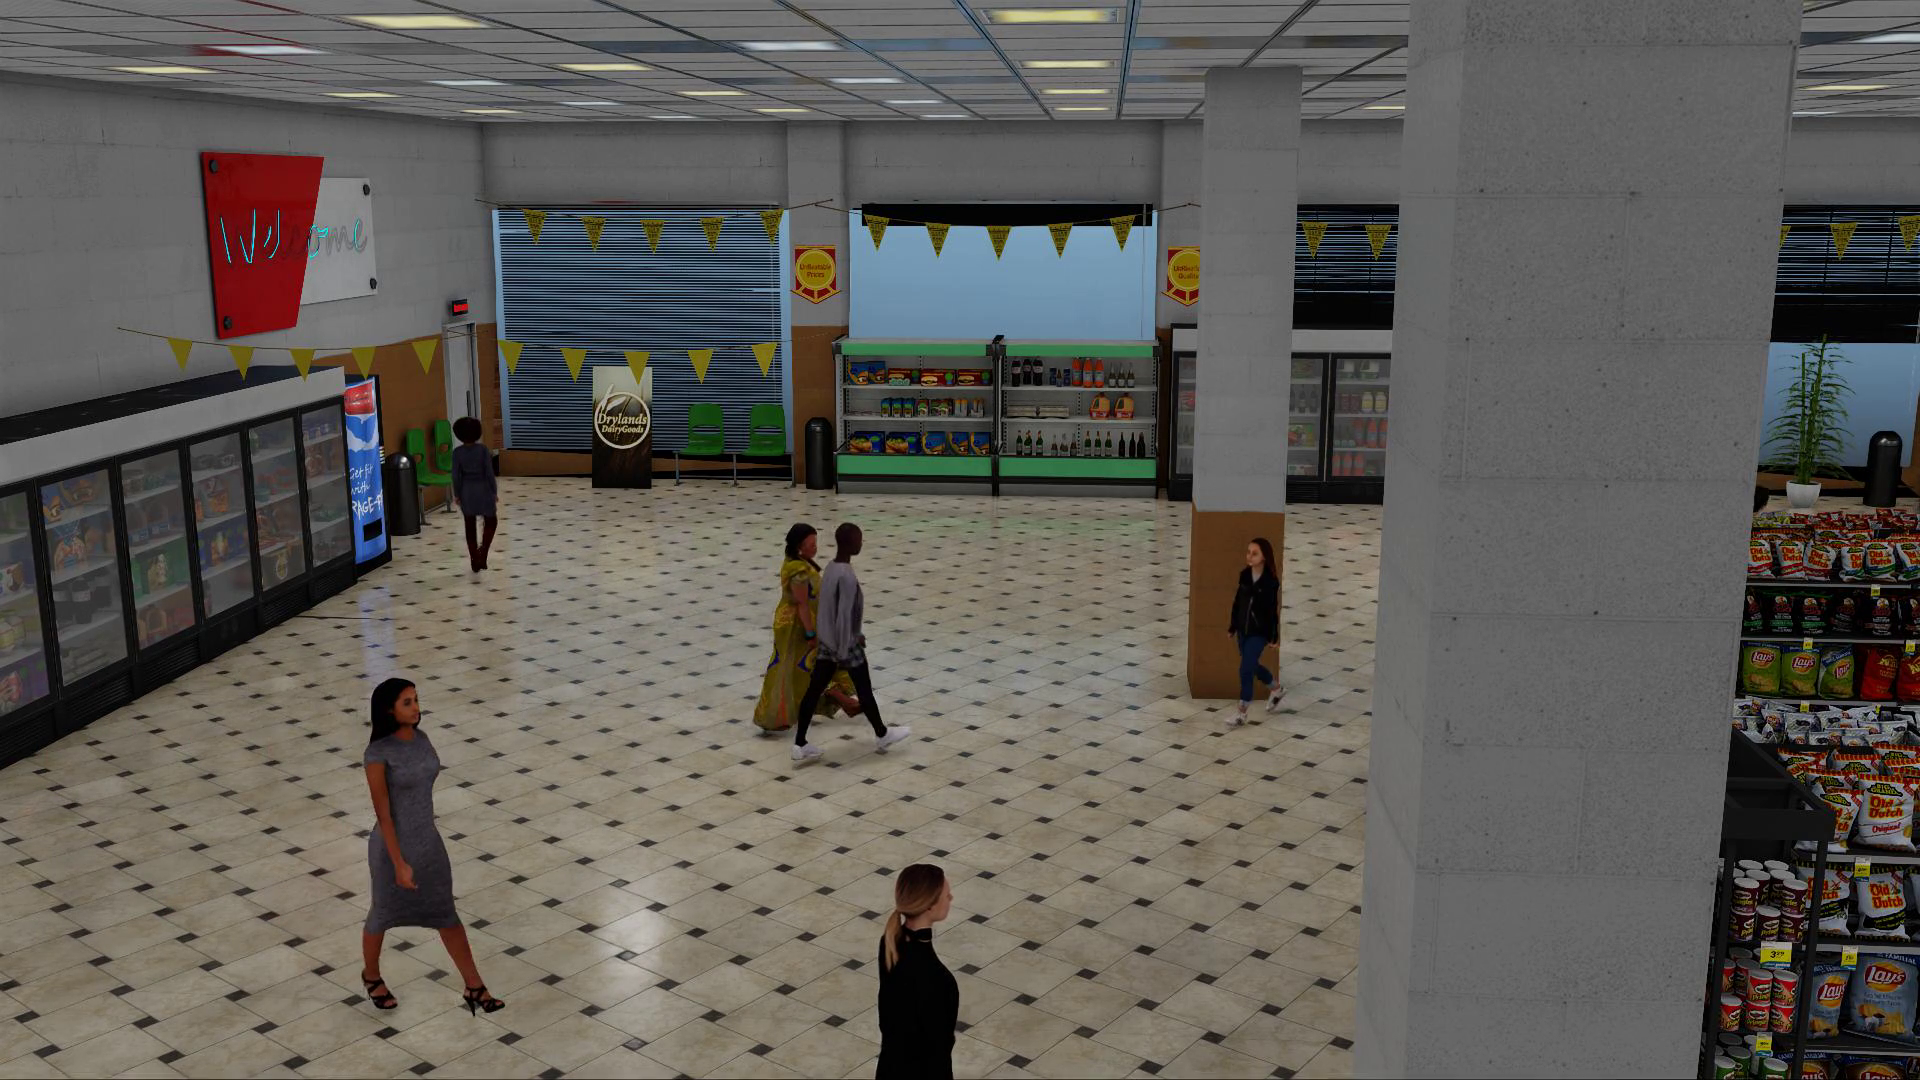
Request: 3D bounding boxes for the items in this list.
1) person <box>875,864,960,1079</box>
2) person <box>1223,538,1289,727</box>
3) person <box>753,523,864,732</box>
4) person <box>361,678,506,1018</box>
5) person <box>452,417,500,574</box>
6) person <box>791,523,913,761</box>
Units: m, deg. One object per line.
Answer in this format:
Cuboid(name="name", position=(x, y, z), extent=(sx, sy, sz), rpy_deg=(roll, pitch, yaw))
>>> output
Cuboid(name="person", position=(-0.154, 1.999, 5.996), extent=(0.688, 1.769, 0.657), rpy_deg=(-7, 14, -30))
Cuboid(name="person", position=(2.330, 0.700, 12.920), extent=(1.020, 1.458, 0.886), rpy_deg=(-7, 14, -29))
Cuboid(name="person", position=(-1.303, 0.697, 12.554), extent=(1.256, 1.614, 0.980), rpy_deg=(-2, 12, -10))
Cuboid(name="person", position=(-2.820, 1.547, 8.210), extent=(1.143, 1.742, 0.871), rpy_deg=(6, 14, 28))
Cuboid(name="person", position=(-5.196, -0.460, 17.843), extent=(0.809, 1.700, 0.783), rpy_deg=(-1, 12, -7))
Cuboid(name="person", position=(-0.955, 0.775, 11.918), extent=(1.249, 1.723, 1.041), rpy_deg=(-7, 14, -29))
